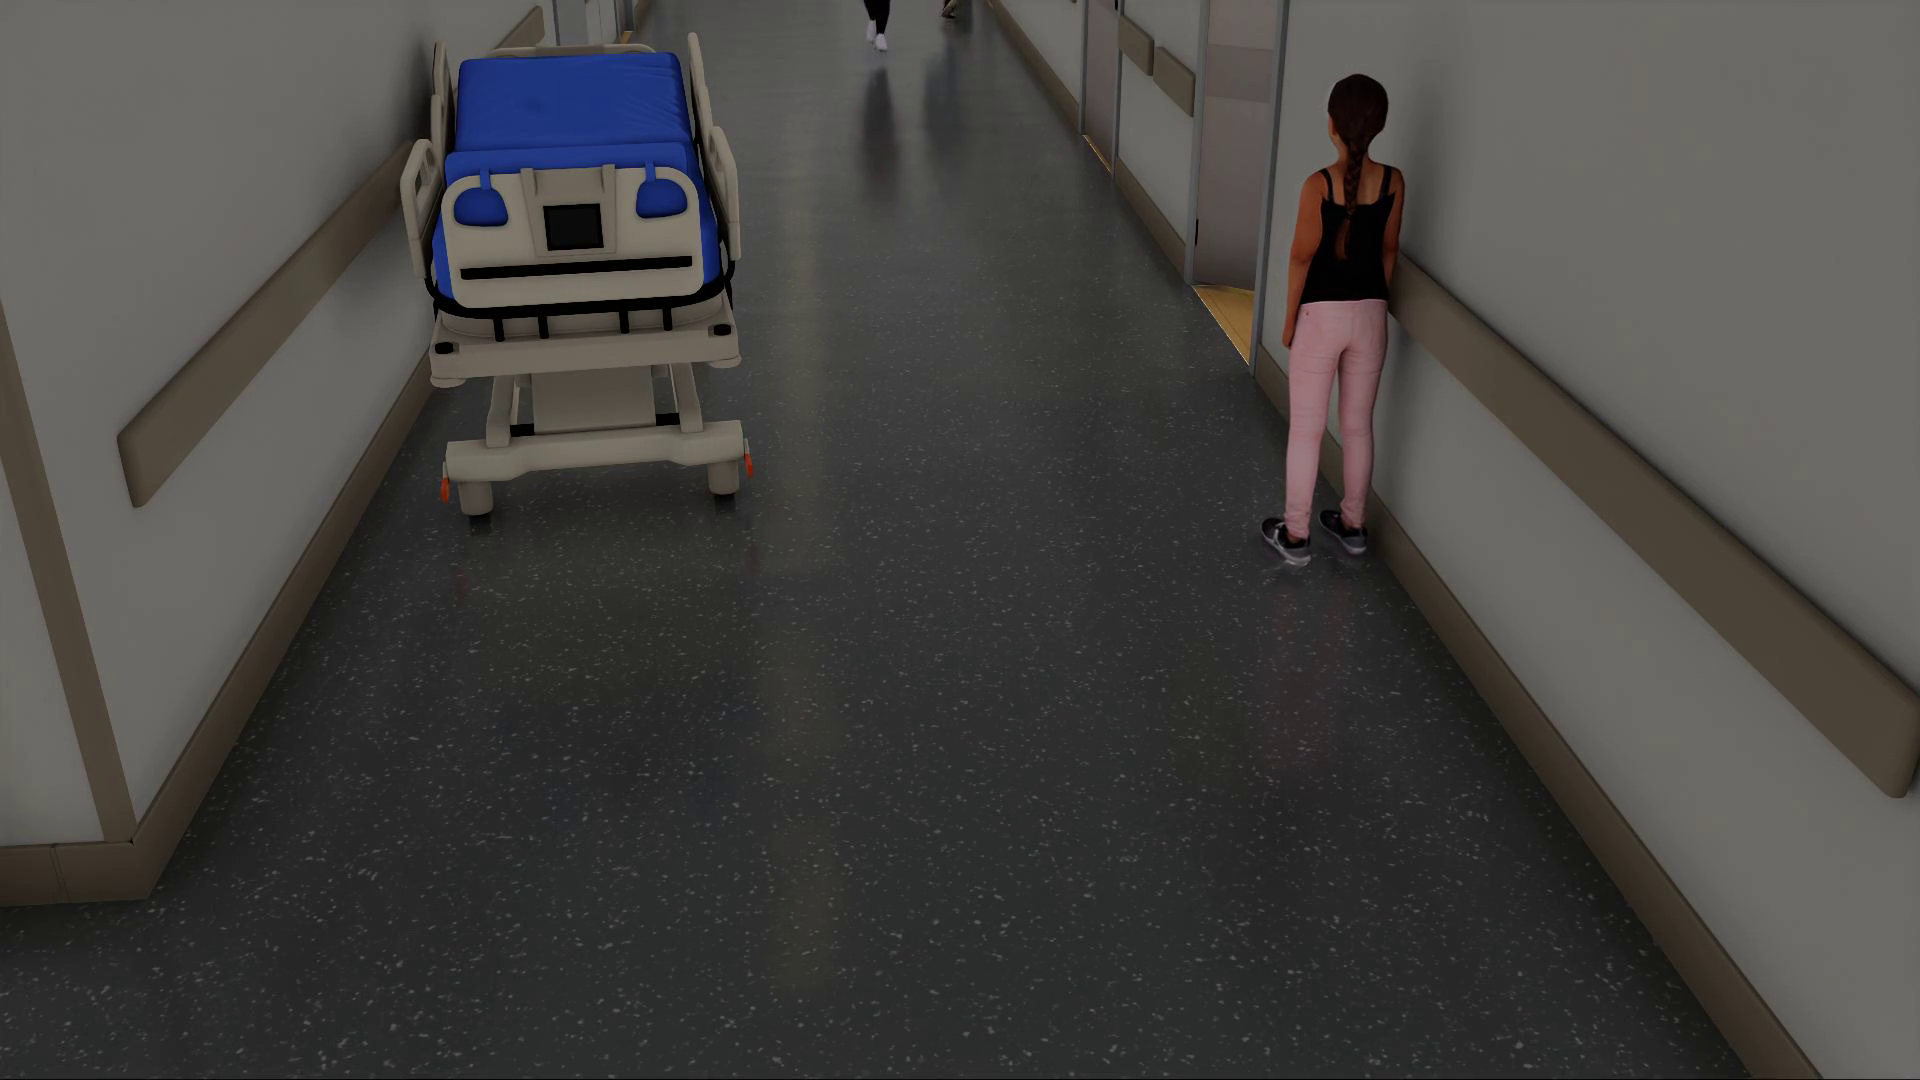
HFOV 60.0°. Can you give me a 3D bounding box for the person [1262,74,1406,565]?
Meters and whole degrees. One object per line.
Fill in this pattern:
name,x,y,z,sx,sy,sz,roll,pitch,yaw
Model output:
person,1.212,-0.681,5.274,0.459,1.564,0.570,-4,26,-8
